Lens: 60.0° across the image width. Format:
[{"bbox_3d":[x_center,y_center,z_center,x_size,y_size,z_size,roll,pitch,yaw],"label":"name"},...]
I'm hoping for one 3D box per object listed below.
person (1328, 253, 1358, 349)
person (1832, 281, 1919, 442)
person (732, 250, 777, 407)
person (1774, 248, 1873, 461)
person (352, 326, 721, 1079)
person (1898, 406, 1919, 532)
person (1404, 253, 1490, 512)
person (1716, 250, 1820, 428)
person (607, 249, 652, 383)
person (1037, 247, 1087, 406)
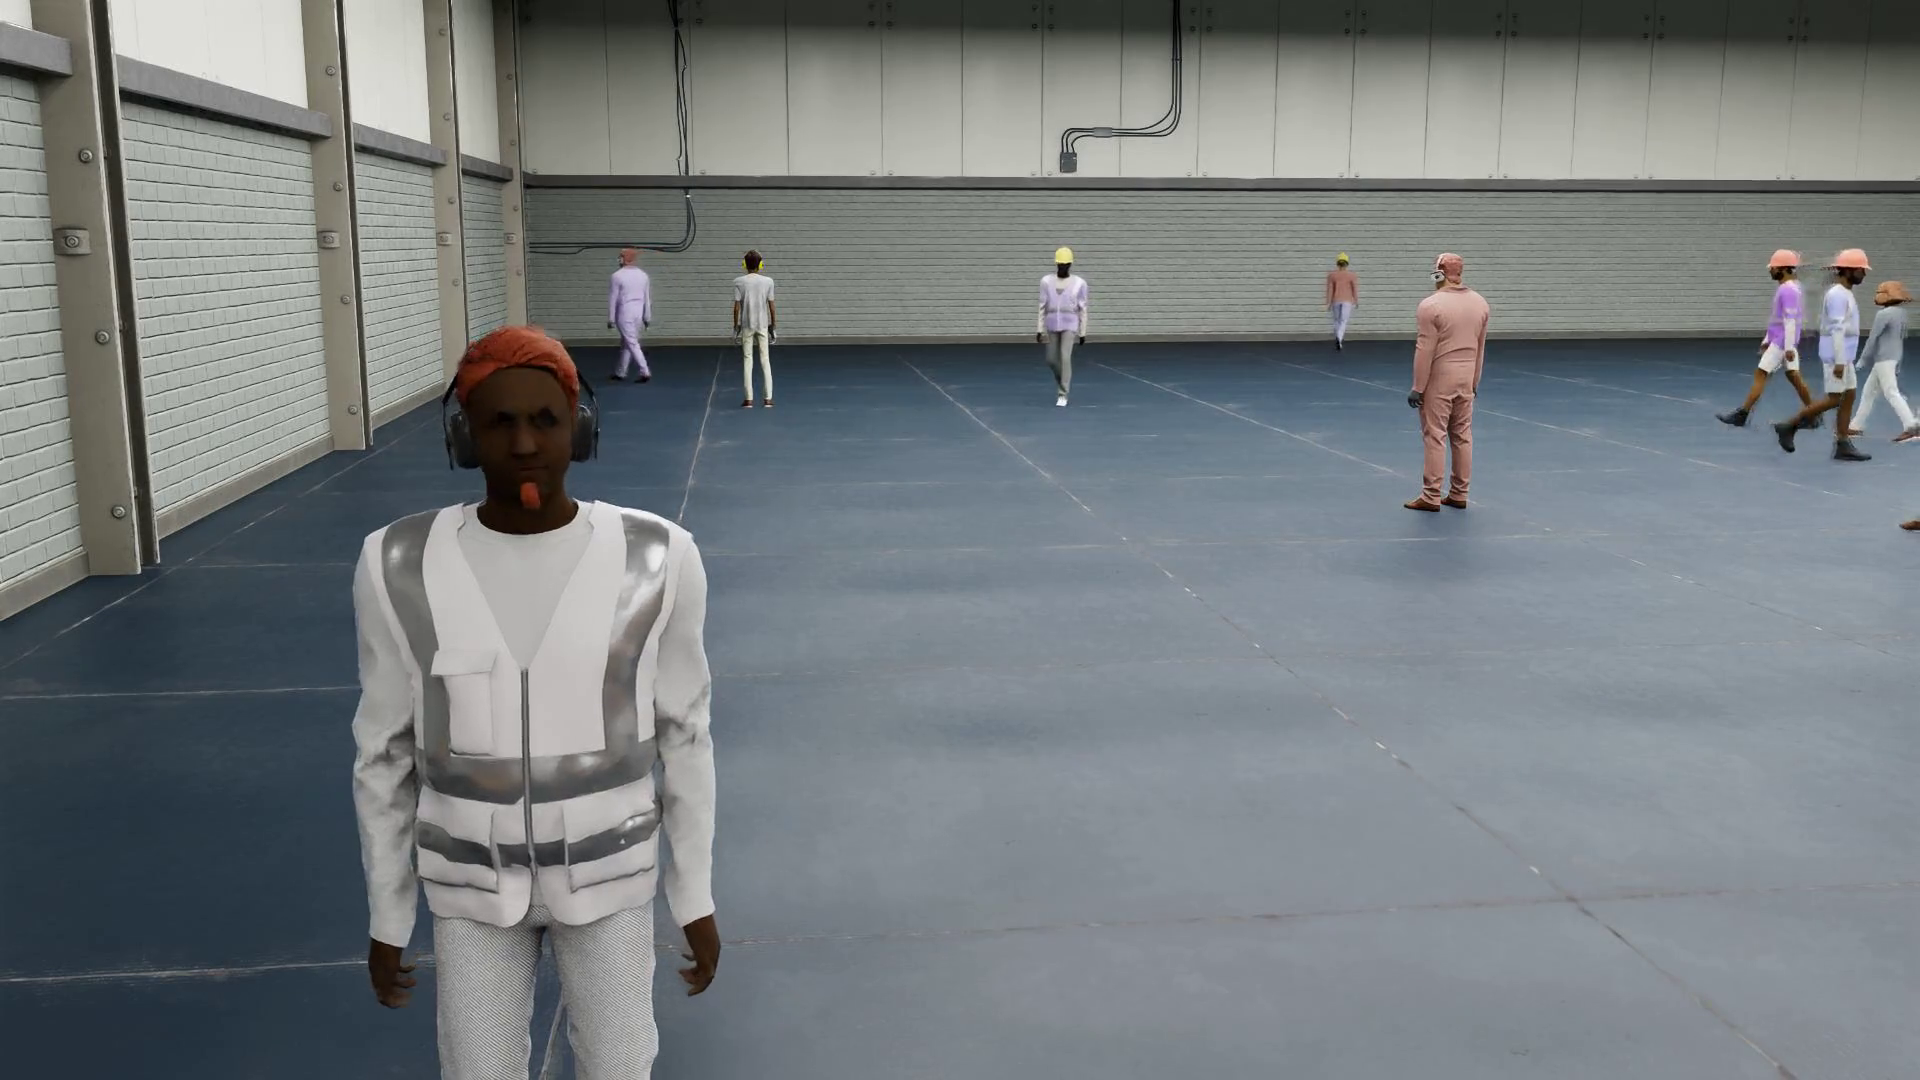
[{"bbox_3d":[6.865,-4.301,29.969,0.524,1.738,0.746,6,12,29],"label":"person"},{"bbox_3d":[9.206,-1.778,16.541,0.499,1.594,0.846,-10,14,-43],"label":"person"},{"bbox_3d":[-2.450,-2.510,19.808,0.535,1.868,0.309,-2,11,-13],"label":"person"},{"bbox_3d":[7.915,-1.677,15.093,0.734,1.920,0.562,8,13,36],"label":"person"},{"bbox_3d":[-0.693,0.593,2.771,0.594,1.879,0.375,-1,10,-8],"label":"person"},{"bbox_3d":[6.713,-0.776,11.057,0.505,1.592,0.845,-5,11,-24],"label":"person"},{"bbox_3d":[3.579,-1.160,12.308,0.641,1.905,0.410,-6,12,-28],"label":"person"},{"bbox_3d":[8.666,-2.112,17.602,1.012,1.886,0.552,6,12,30],"label":"person"},{"bbox_3d":[-4.620,-3.126,23.212,0.969,1.866,0.654,7,13,35],"label":"person"},{"bbox_3d":[1.250,-2.584,20.105,0.602,1.908,0.682,4,11,19],"label":"person"}]
